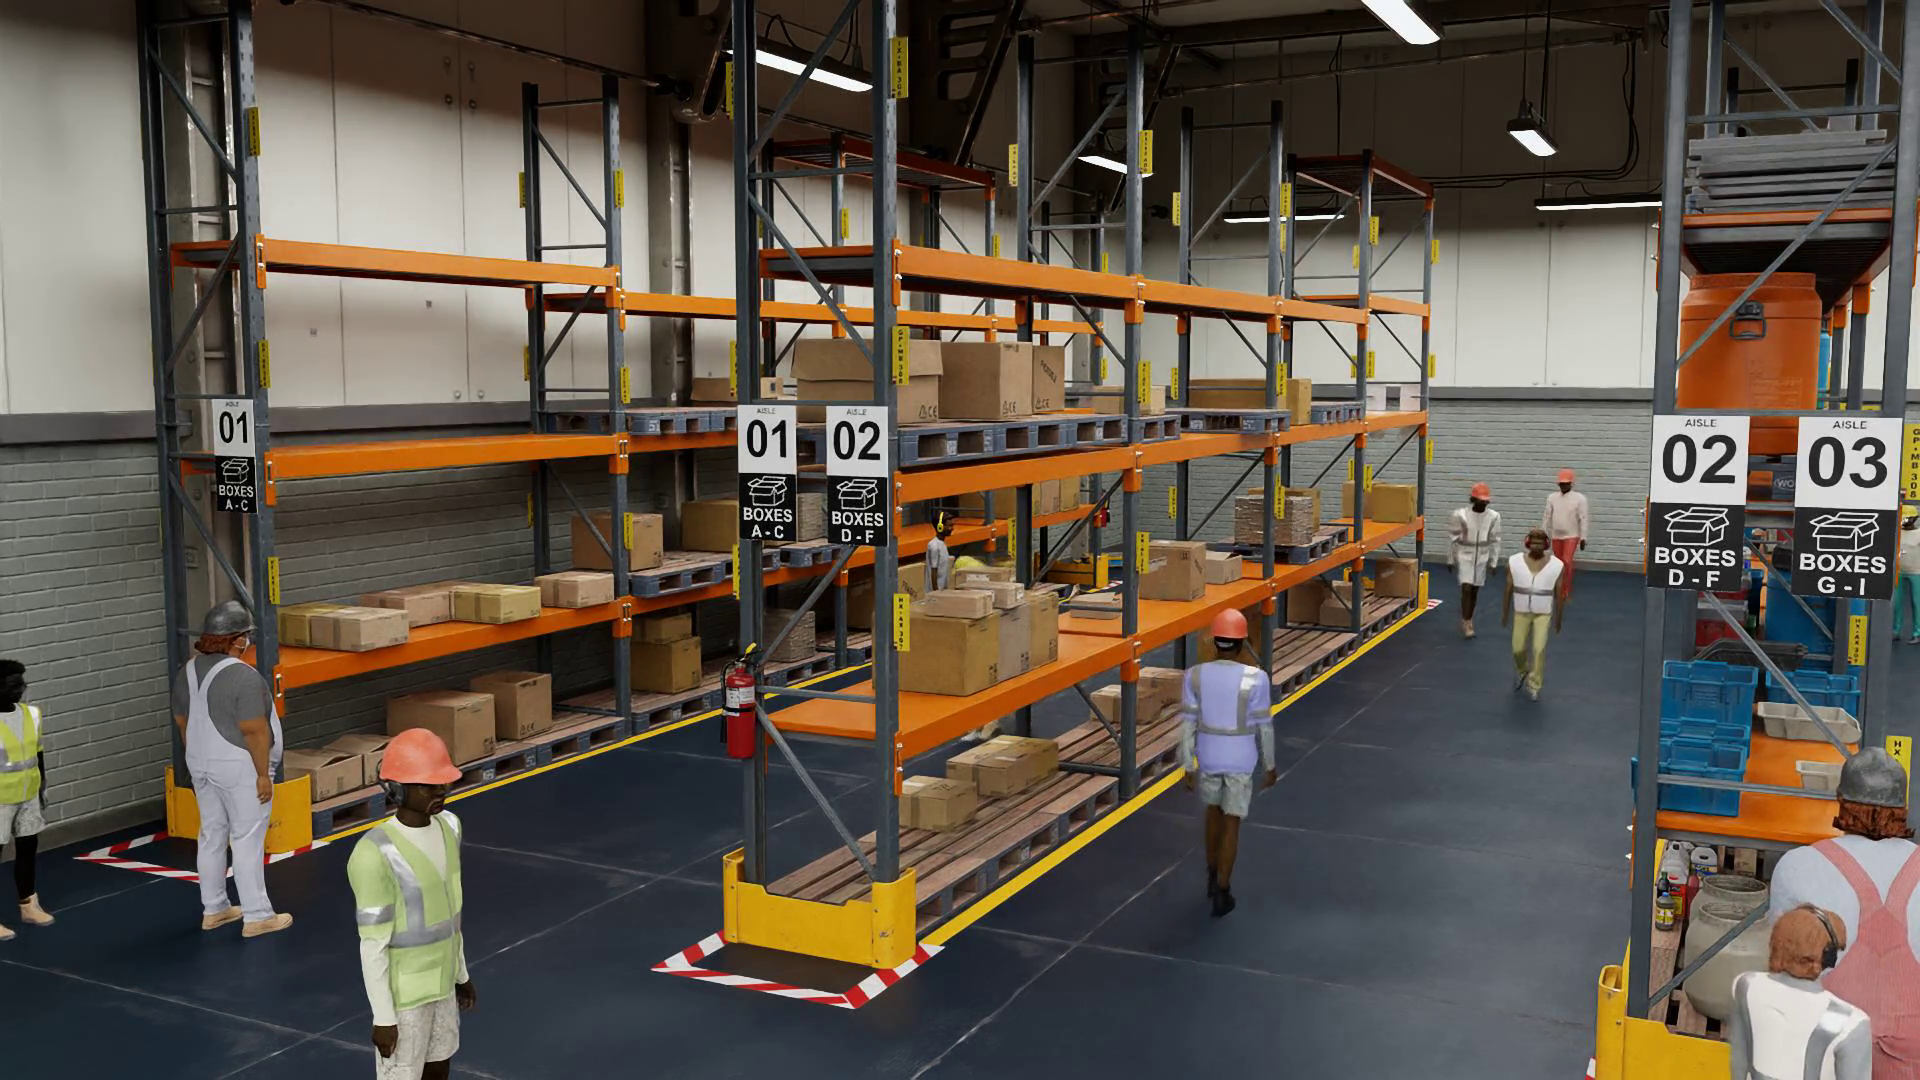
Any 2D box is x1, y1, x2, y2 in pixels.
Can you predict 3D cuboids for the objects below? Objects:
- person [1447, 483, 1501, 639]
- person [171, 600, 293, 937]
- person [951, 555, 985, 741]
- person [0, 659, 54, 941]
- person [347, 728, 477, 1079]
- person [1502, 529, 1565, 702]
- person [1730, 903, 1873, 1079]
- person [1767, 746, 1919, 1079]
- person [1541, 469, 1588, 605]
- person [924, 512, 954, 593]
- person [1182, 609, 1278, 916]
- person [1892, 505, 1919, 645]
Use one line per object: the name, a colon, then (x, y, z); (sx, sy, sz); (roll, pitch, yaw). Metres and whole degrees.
person: (6.551, 0.269, 21.116); (0.608, 1.986, 0.955); (0, 6, 0)
person: (-4.406, 1.372, 10.147); (0.677, 2.000, 0.536); (3, 7, 26)
person: (0.093, 0.996, 15.309); (0.372, 1.721, 0.506); (-3, 7, -27)
person: (-5.762, 1.554, 10.074); (0.319, 1.692, 0.537); (2, 6, 20)
person: (-2.102, 1.743, 6.524); (0.378, 2.044, 0.608); (1, 6, 14)
person: (5.935, 0.763, 17.223); (0.599, 1.808, 0.606); (3, 6, 23)
person: (2.809, 2.042, 5.620); (0.315, 1.631, 0.519); (-3, 7, -27)
person: (3.366, 1.773, 6.250); (0.683, 2.000, 0.537); (1, 6, 13)
person: (8.765, -0.043, 24.277); (0.745, 1.971, 0.621); (-5, 8, -42)
person: (-0.226, 0.610, 18.461); (0.328, 1.860, 0.507); (1, 6, 9)
person: (1.739, 1.389, 10.611); (0.554, 1.911, 0.747); (3, 7, 29)
person: (11.822, 0.423, 20.772); (0.341, 1.754, 0.533); (-4, 7, -35)
